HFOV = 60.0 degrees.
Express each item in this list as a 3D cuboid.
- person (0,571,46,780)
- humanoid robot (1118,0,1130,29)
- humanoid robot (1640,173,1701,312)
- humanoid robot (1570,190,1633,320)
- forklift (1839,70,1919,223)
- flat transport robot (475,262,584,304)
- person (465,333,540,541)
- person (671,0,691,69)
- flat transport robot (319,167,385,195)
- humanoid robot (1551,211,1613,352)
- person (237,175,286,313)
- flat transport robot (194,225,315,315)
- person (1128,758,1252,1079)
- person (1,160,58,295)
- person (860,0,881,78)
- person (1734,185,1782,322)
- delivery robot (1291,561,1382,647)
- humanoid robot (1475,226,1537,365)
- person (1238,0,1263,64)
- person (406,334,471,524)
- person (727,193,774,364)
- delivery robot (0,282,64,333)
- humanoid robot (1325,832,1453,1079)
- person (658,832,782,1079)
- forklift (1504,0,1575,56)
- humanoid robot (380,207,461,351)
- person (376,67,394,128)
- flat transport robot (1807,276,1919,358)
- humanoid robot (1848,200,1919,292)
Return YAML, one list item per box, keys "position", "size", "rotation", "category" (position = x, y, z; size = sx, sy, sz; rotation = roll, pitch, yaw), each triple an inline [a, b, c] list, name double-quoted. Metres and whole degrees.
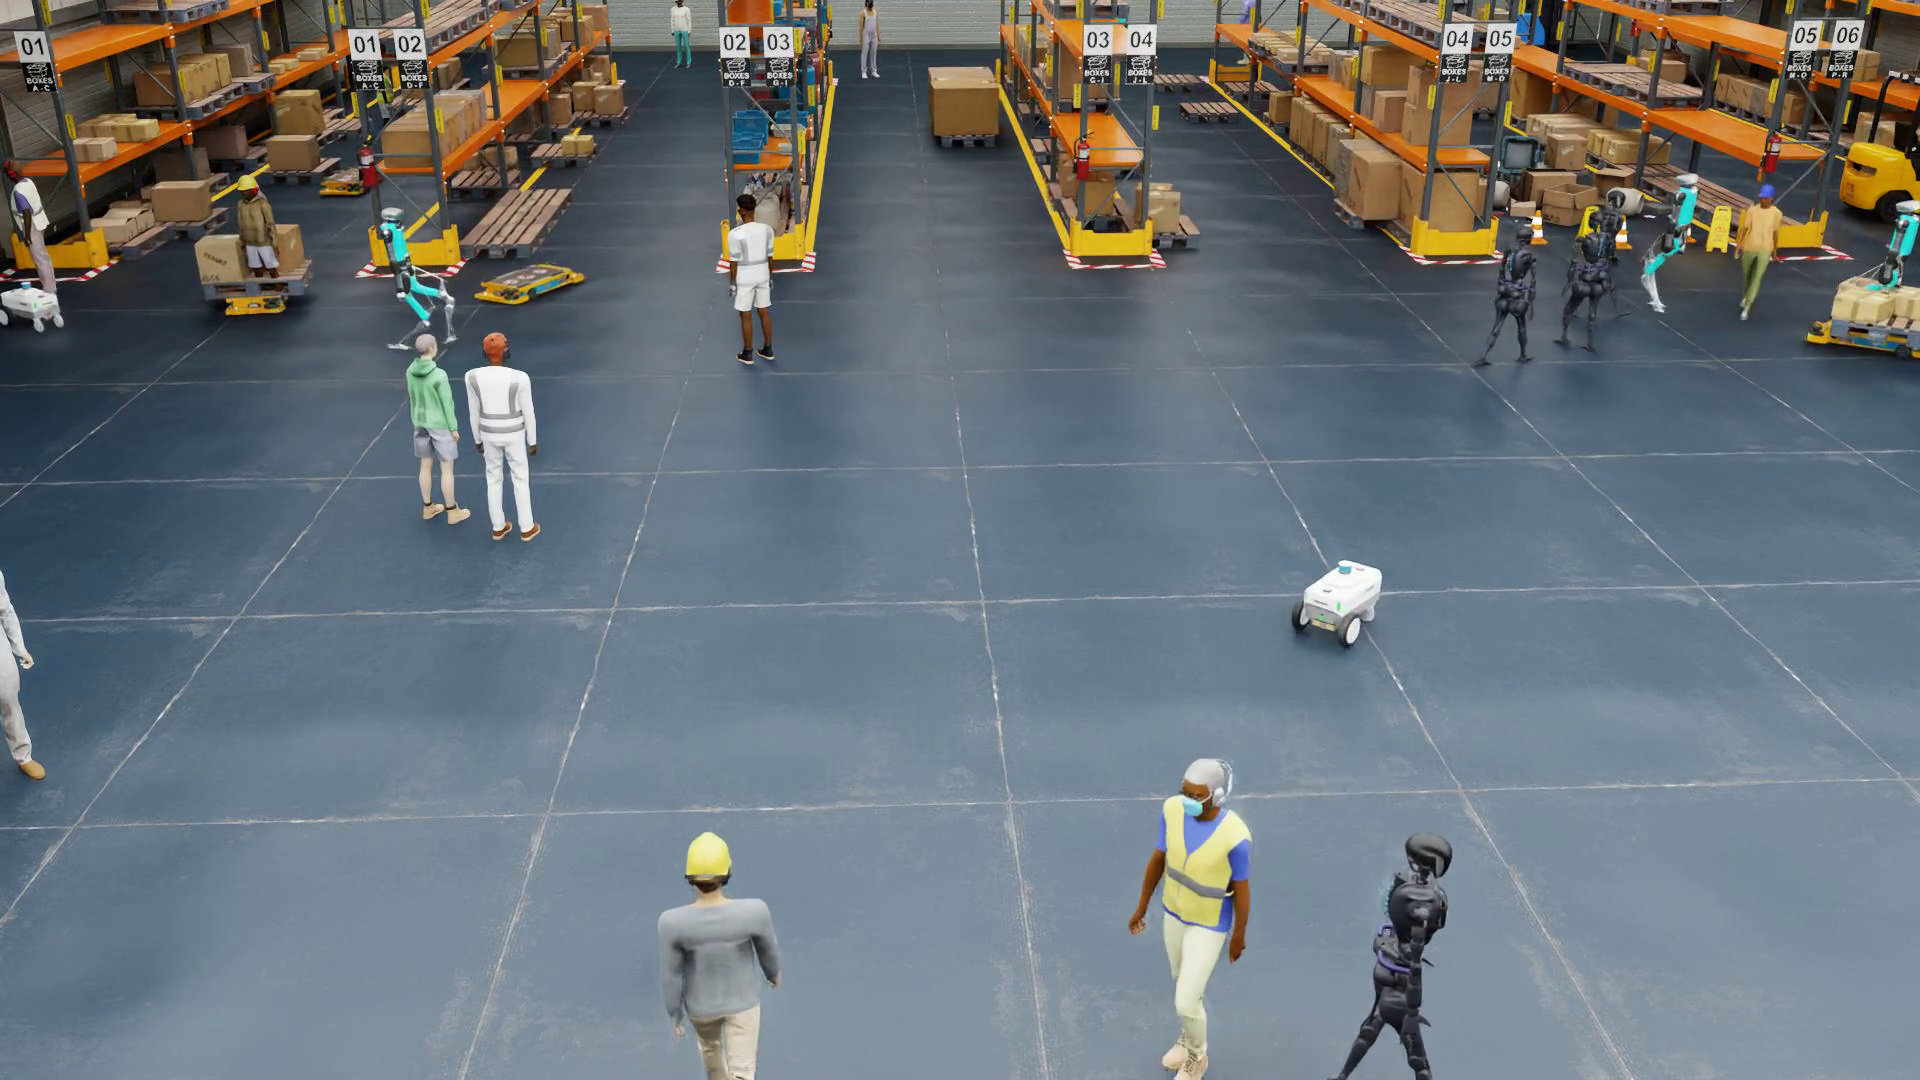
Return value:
- position: [-6.360, 0.757, 10.784]
  size: [0.572, 1.889, 0.375]
  rotation: [-21, 32, -39]
  category: "person"
- position: [3.668, -12.039, 39.782]
  size: [0.544, 1.841, 0.749]
  rotation: [-16, 29, -32]
  category: "humanoid robot"
- position: [8.950, -3.811, 21.207]
  size: [0.539, 1.782, 0.676]
  rotation: [-21, 32, -39]
  category: "humanoid robot"
- position: [8.067, -3.531, 20.706]
  size: [0.769, 1.629, 0.600]
  rotation: [16, 29, 32]
  category: "humanoid robot"
- position: [15.132, -6.143, 25.915]
  size: [2.313, 2.155, 1.214]
  rotation: [-1, 24, -2]
  category: "forklift"
- position: [-5.729, -3.420, 22.156]
  size: [0.659, 0.231, 1.431]
  rotation: [12, 27, 25]
  category: "flat transport robot"
- position: [-3.970, -0.891, 14.505]
  size: [0.565, 1.878, 0.354]
  rotation: [0, 24, 0]
  category: "person"
- position: [-6.787, -12.385, 40.459]
  size: [0.532, 1.767, 0.310]
  rotation: [8, 25, 17]
  category: "person"
- position: [-10.244, -6.050, 28.068]
  size: [0.659, 0.231, 1.431]
  rotation: [0, 24, 1]
  category: "flat transport robot"
- position: [7.419, -3.084, 19.681]
  size: [0.589, 1.639, 0.557]
  rotation: [-7, 25, -16]
  category: "humanoid robot"
- position: [-8.873, -3.756, 21.083]
  size: [0.542, 1.757, 0.414]
  rotation: [4, 24, 10]
  category: "person"
- position: [-9.097, -3.214, 21.694]
  size: [0.659, 0.231, 1.431]
  rotation: [-4, 24, -10]
  category: "flat transport robot"
- position: [1.114, 1.907, 8.226]
  size: [0.624, 1.874, 0.541]
  rotation: [-21, 31, -39]
  category: "person"
- position: [-12.025, -4.012, 21.559]
  size: [0.396, 1.837, 0.563]
  rotation: [-7, 25, -15]
  category: "person"
- position: [-2.098, -11.797, 39.027]
  size: [0.525, 1.861, 0.393]
  rotation: [-11, 26, -24]
  category: "person"
- position: [10.051, -3.665, 20.988]
  size: [0.456, 1.667, 0.926]
  rotation: [16, 28, 31]
  category: "person"
- position: [2.992, 0.464, 13.080]
  size: [0.502, 0.596, 0.767]
  rotation: [20, 31, 37]
  category: "delivery robot"
- position: [6.350, -2.799, 19.103]
  size: [0.789, 1.639, 0.585]
  rotation: [-12, 27, -25]
  category: "humanoid robot"
- position: [7.232, -12.691, 41.160]
  size: [0.676, 1.766, 0.363]
  rotation: [-12, 27, -26]
  category: "person"
- position: [-4.718, -0.992, 14.904]
  size: [0.471, 1.734, 0.324]
  rotation: [10, 26, 21]
  category: "person"
- position: [-2.400, -3.008, 19.164]
  size: [0.596, 1.958, 0.369]
  rotation: [-20, 31, -37]
  category: "person"
- position: [-11.543, -2.906, 20.643]
  size: [0.782, 0.589, 0.499]
  rotation: [13, 27, 26]
  category: "delivery robot"
- position: [2.195, 2.100, 8.065]
  size: [0.743, 1.628, 0.602]
  rotation: [5, 25, 12]
  category: "humanoid robot"
- position: [-1.123, 2.150, 7.854]
  size: [0.536, 1.712, 0.930]
  rotation: [-1, 24, -2]
  category: "person"
- position: [14.700, -13.805, 42.301]
  size: [1.873, 2.768, 1.129]
  rotation: [-1, 24, -2]
  category: "forklift"
- position: [-6.289, -3.022, 19.512]
  size: [1.027, 1.766, 0.542]
  rotation: [-1, 24, -2]
  category: "humanoid robot"
- position: [-10.738, -8.189, 31.116]
  size: [0.318, 1.696, 0.532]
  rotation: [-7, 25, -16]
  category: "person"
- position: [10.990, -2.426, 19.923]
  size: [1.431, 0.231, 0.659]
  rotation: [15, 28, 30]
  category: "flat transport robot"
- position: [10.923, -3.201, 19.873]
  size: [0.877, 1.780, 0.552]
  rotation: [22, 32, 40]
  category: "humanoid robot"
